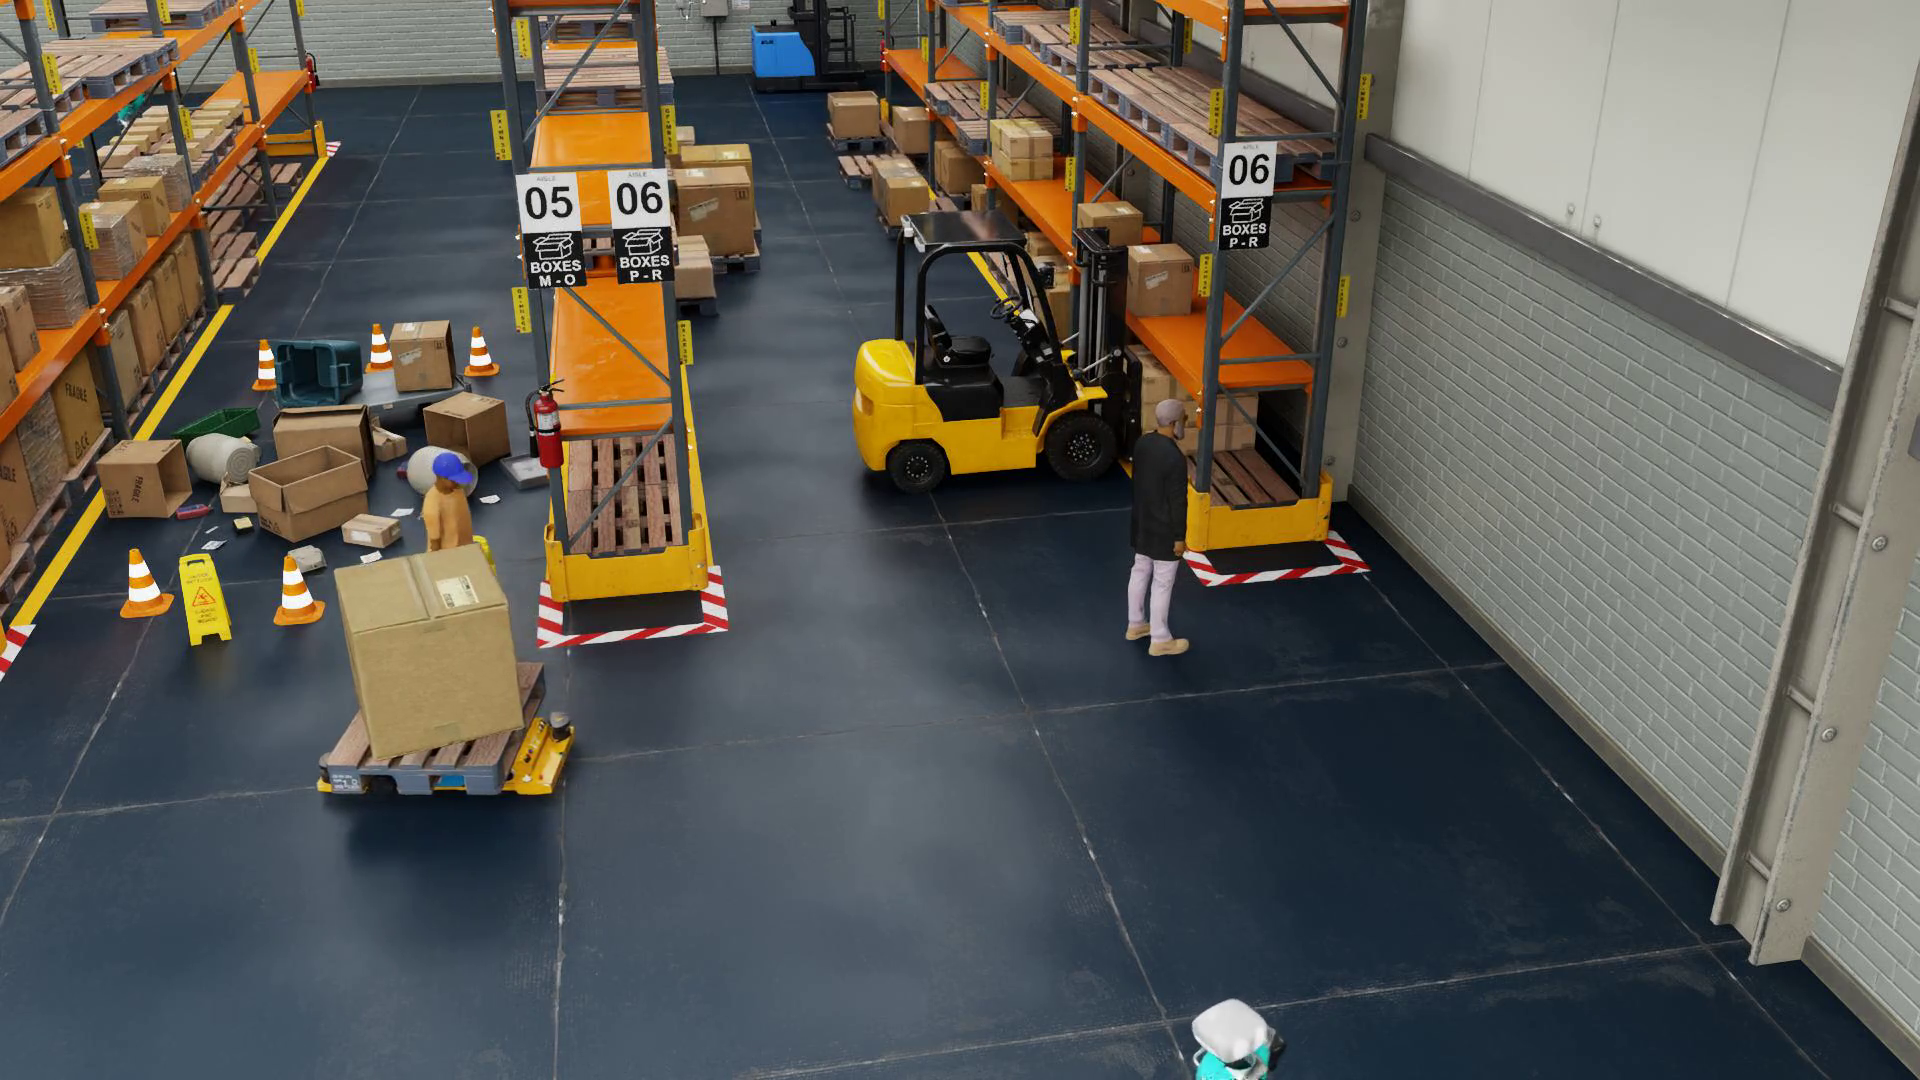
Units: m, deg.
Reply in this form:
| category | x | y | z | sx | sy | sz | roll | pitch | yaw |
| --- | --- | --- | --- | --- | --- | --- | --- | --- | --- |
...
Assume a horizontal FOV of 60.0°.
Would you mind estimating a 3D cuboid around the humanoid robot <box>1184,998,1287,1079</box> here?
| category | x | y | z | sx | sy | sz | roll | pitch | yaw |
| --- | --- | --- | --- | --- | --- | --- | --- | --- | --- |
| humanoid robot | 0.820 | 2.400 | 6.382 | 0.531 | 1.744 | 0.698 | -22 | 33 | -38 |

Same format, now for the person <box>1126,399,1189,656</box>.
| category | x | y | z | sx | sy | sz | roll | pitch | yaw |
| --- | --- | --- | --- | --- | --- | --- | --- | --- | --- |
| person | 1.374 | -0.095 | 11.494 | 0.406 | 1.854 | 0.545 | -13 | 29 | -25 |

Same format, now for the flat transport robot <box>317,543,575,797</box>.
| category | x | y | z | sx | sy | sz | roll | pitch | yaw |
| --- | --- | --- | --- | --- | --- | --- | --- | --- | --- |
| flat transport robot | -3.187 | 1.328 | 10.364 | 1.431 | 0.231 | 0.659 | 0 | 26 | 1 |

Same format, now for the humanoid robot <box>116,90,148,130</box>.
| category | x | y | z | sx | sy | sz | roll | pitch | yaw |
| --- | --- | --- | --- | --- | --- | --- | --- | --- | --- |
| humanoid robot | -12.919 | -6.864 | 25.756 | 0.818 | 1.800 | 0.573 | 2 | 26 | 3 |

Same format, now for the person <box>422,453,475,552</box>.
| category | x | y | z | sx | sy | sz | roll | pitch | yaw |
| --- | --- | --- | --- | --- | --- | --- | --- | --- | --- |
| person | -3.366 | 0.152 | 11.174 | 0.540 | 1.678 | 0.507 | 8 | 27 | 17 |

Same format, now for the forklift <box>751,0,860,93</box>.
| category | x | y | z | sx | sy | sz | roll | pitch | yaw |
| --- | --- | --- | --- | --- | --- | --- | --- | --- | --- |
| forklift | -2.872 | -9.679 | 30.288 | 1.873 | 2.768 | 1.129 | -5 | 26 | -10 |

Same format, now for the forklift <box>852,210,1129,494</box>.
| category | x | y | z | sx | sy | sz | roll | pitch | yaw |
| --- | --- | --- | --- | --- | --- | --- | --- | --- | --- |
| forklift | 0.216 | -1.659 | 14.366 | 2.313 | 2.155 | 1.214 | -5 | 26 | -10 |
